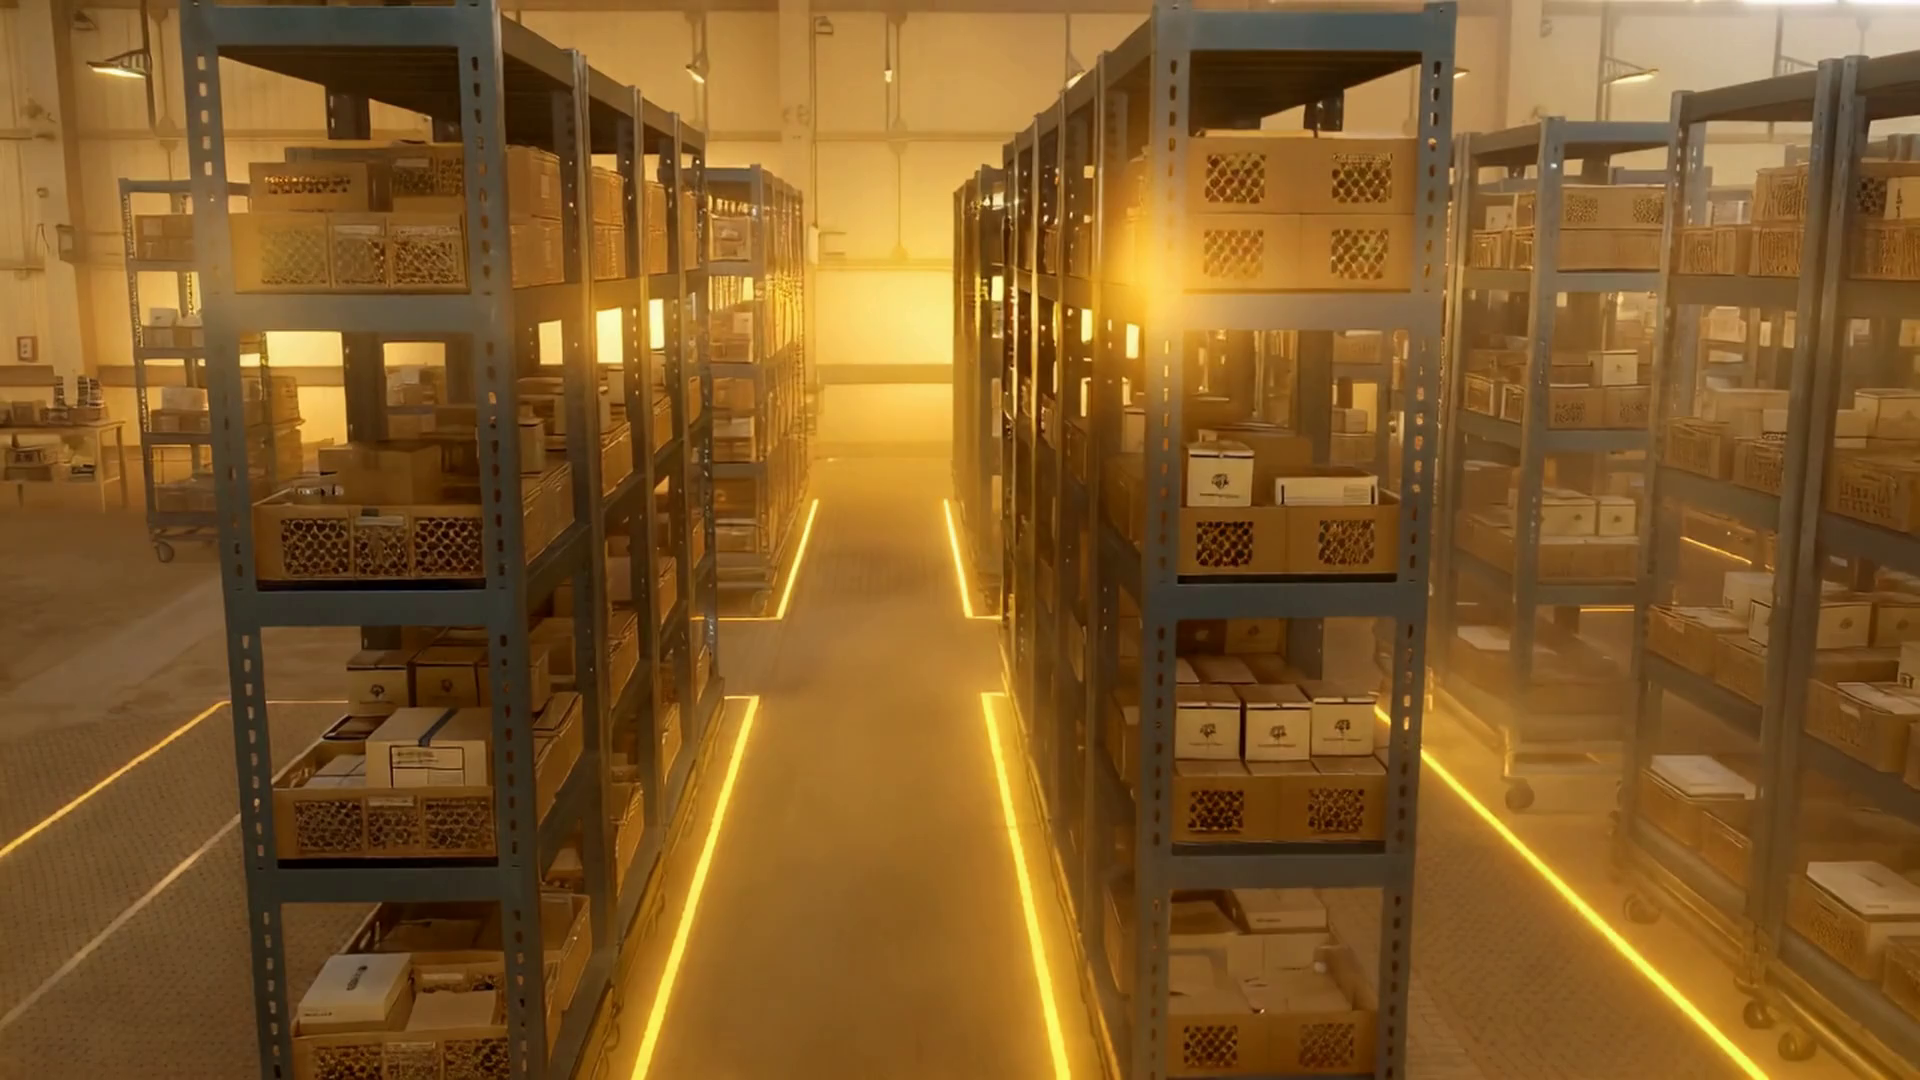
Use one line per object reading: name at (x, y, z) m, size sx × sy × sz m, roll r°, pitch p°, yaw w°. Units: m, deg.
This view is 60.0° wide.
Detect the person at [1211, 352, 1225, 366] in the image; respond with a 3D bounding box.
person at (3.364, -1.733, 21.664) m, size 0.497 × 1.820 × 0.598 m, roll 0°, pitch 10°, yaw -3°
